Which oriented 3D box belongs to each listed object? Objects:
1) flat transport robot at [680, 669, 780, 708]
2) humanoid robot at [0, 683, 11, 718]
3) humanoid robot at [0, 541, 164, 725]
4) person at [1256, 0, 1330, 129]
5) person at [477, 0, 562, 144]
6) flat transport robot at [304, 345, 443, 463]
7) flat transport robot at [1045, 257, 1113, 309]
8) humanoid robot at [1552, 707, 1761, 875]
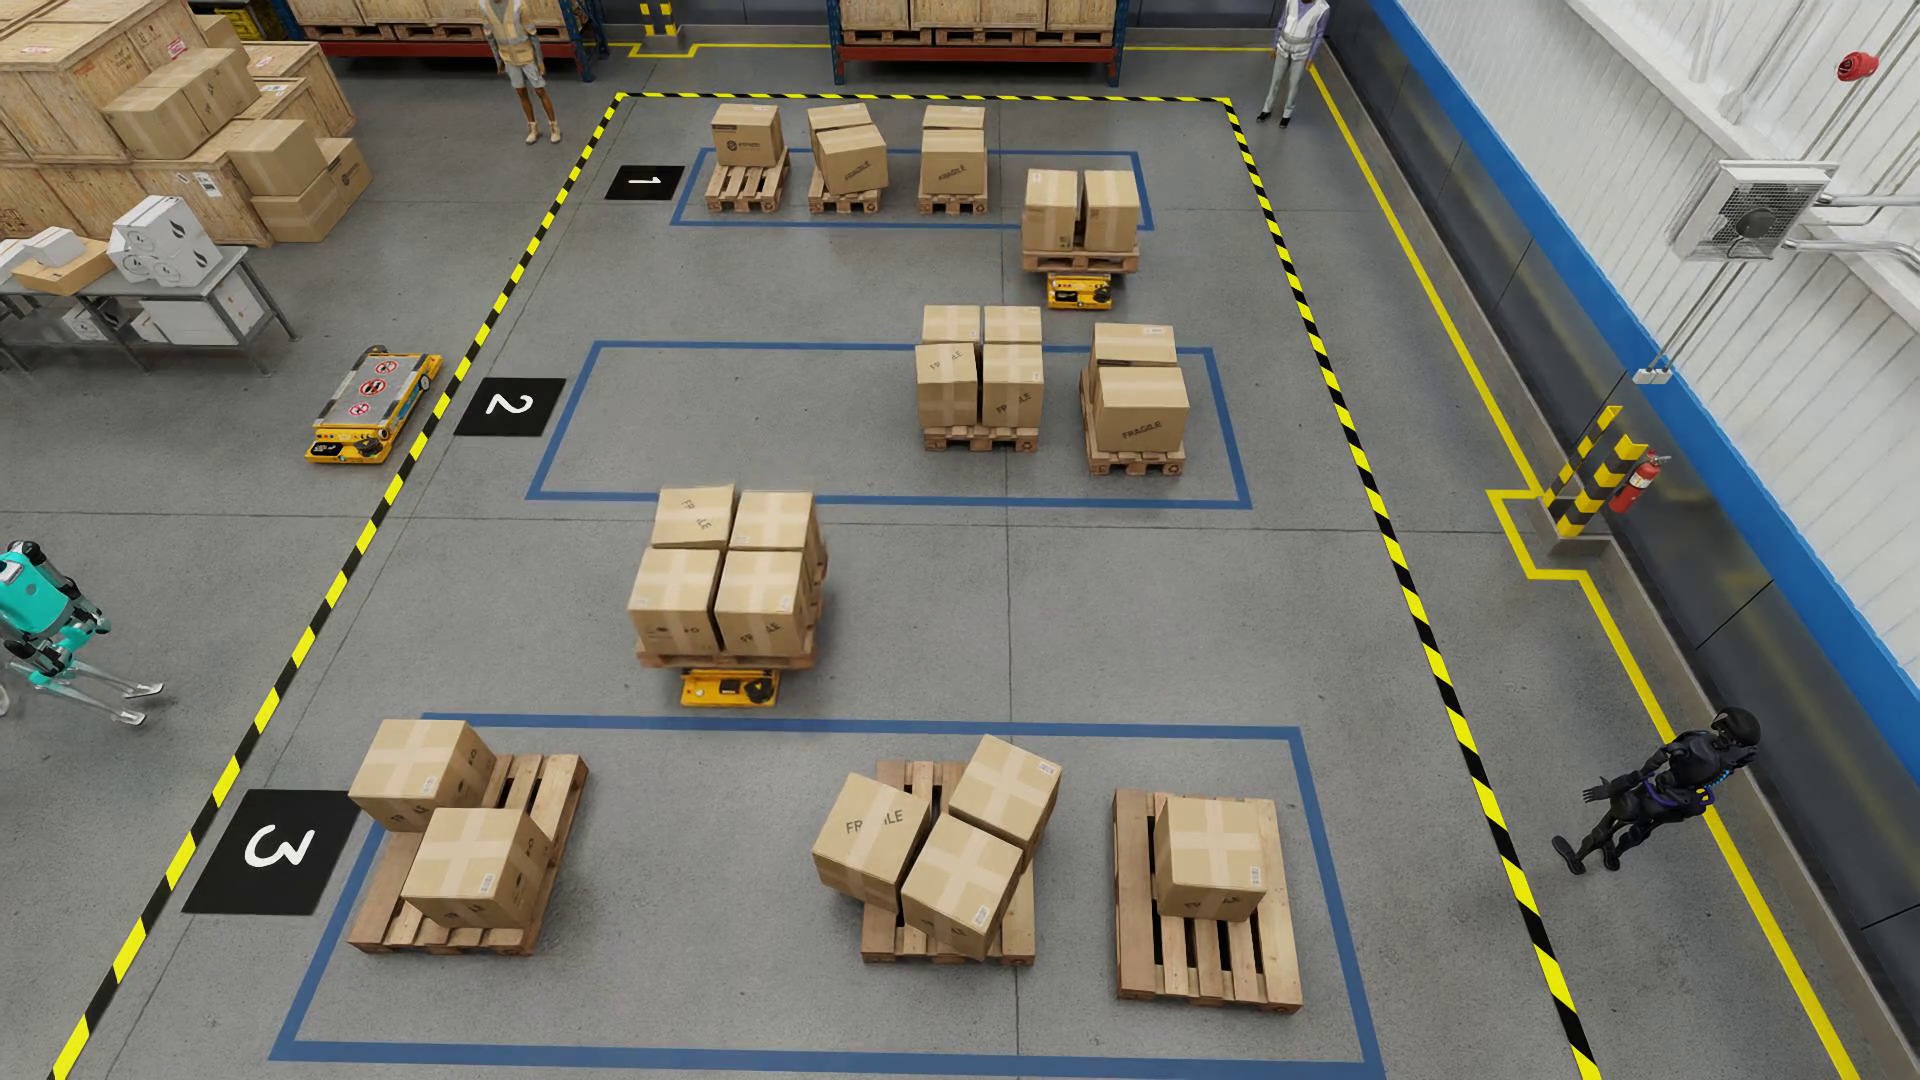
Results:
[{"bbox_3d":[-1.626,0.579,6.859,0.652,0.197,1.431,1,50,1],"label":"flat transport robot"},{"bbox_3d":[-6.927,0.483,5.990,0.539,1.731,0.983,-25,54,-20],"label":"humanoid robot"},{"bbox_3d":[-5.855,0.605,5.805,0.735,1.677,0.533,0,50,0],"label":"humanoid robot"},{"bbox_3d":[4.213,-6.179,11.571,0.587,1.833,0.404,29,55,22],"label":"person"},{"bbox_3d":[-5.389,-5.874,11.177,0.612,2.043,0.371,-1,50,-1],"label":"person"},{"bbox_3d":[-5.383,-1.269,8.441,0.659,0.231,1.431,1,50,1],"label":"flat transport robot"},{"bbox_3d":[1.258,-3.001,9.888,0.652,0.197,1.431,1,50,1],"label":"flat transport robot"},{"bbox_3d":[3.955,1.445,5.212,0.599,1.657,0.315,-1,50,-1],"label":"humanoid robot"}]
